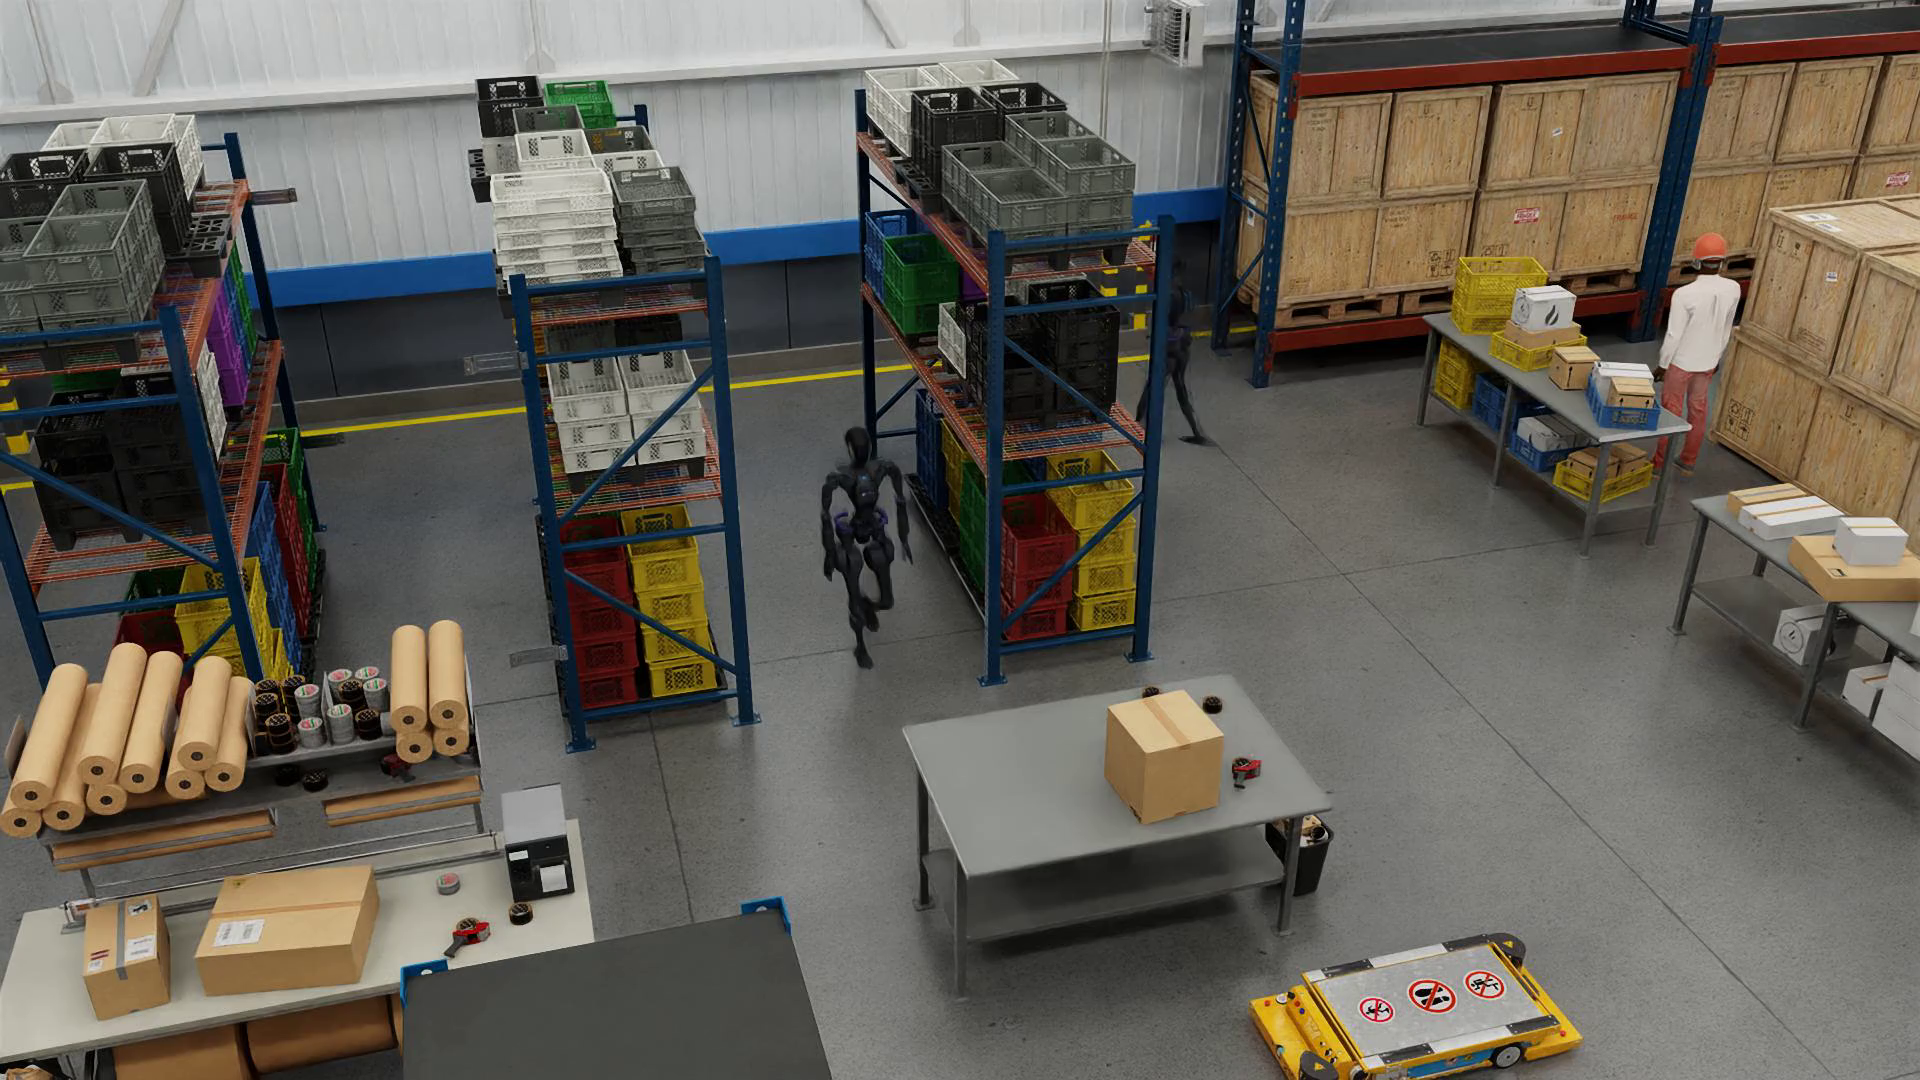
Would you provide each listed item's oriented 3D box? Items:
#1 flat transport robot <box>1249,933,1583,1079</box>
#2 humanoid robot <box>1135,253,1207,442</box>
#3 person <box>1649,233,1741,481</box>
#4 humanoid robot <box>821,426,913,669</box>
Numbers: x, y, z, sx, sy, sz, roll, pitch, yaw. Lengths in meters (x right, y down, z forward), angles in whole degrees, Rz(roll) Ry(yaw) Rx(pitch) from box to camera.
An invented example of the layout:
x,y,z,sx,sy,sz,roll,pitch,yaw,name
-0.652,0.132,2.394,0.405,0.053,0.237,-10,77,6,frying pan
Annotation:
x,y,z,sx,sy,sz,roll,pitch,yaw,name
2.184,2.282,7.980,1.431,0.197,0.652,-8,30,-14,flat transport robot
1.715,-1.563,13.597,0.764,1.631,0.566,19,34,31,humanoid robot
5.669,-1.409,12.939,0.610,1.991,0.389,-9,30,-16,person
-0.612,-0.002,10.700,0.592,1.648,0.466,-10,30,-18,humanoid robot
